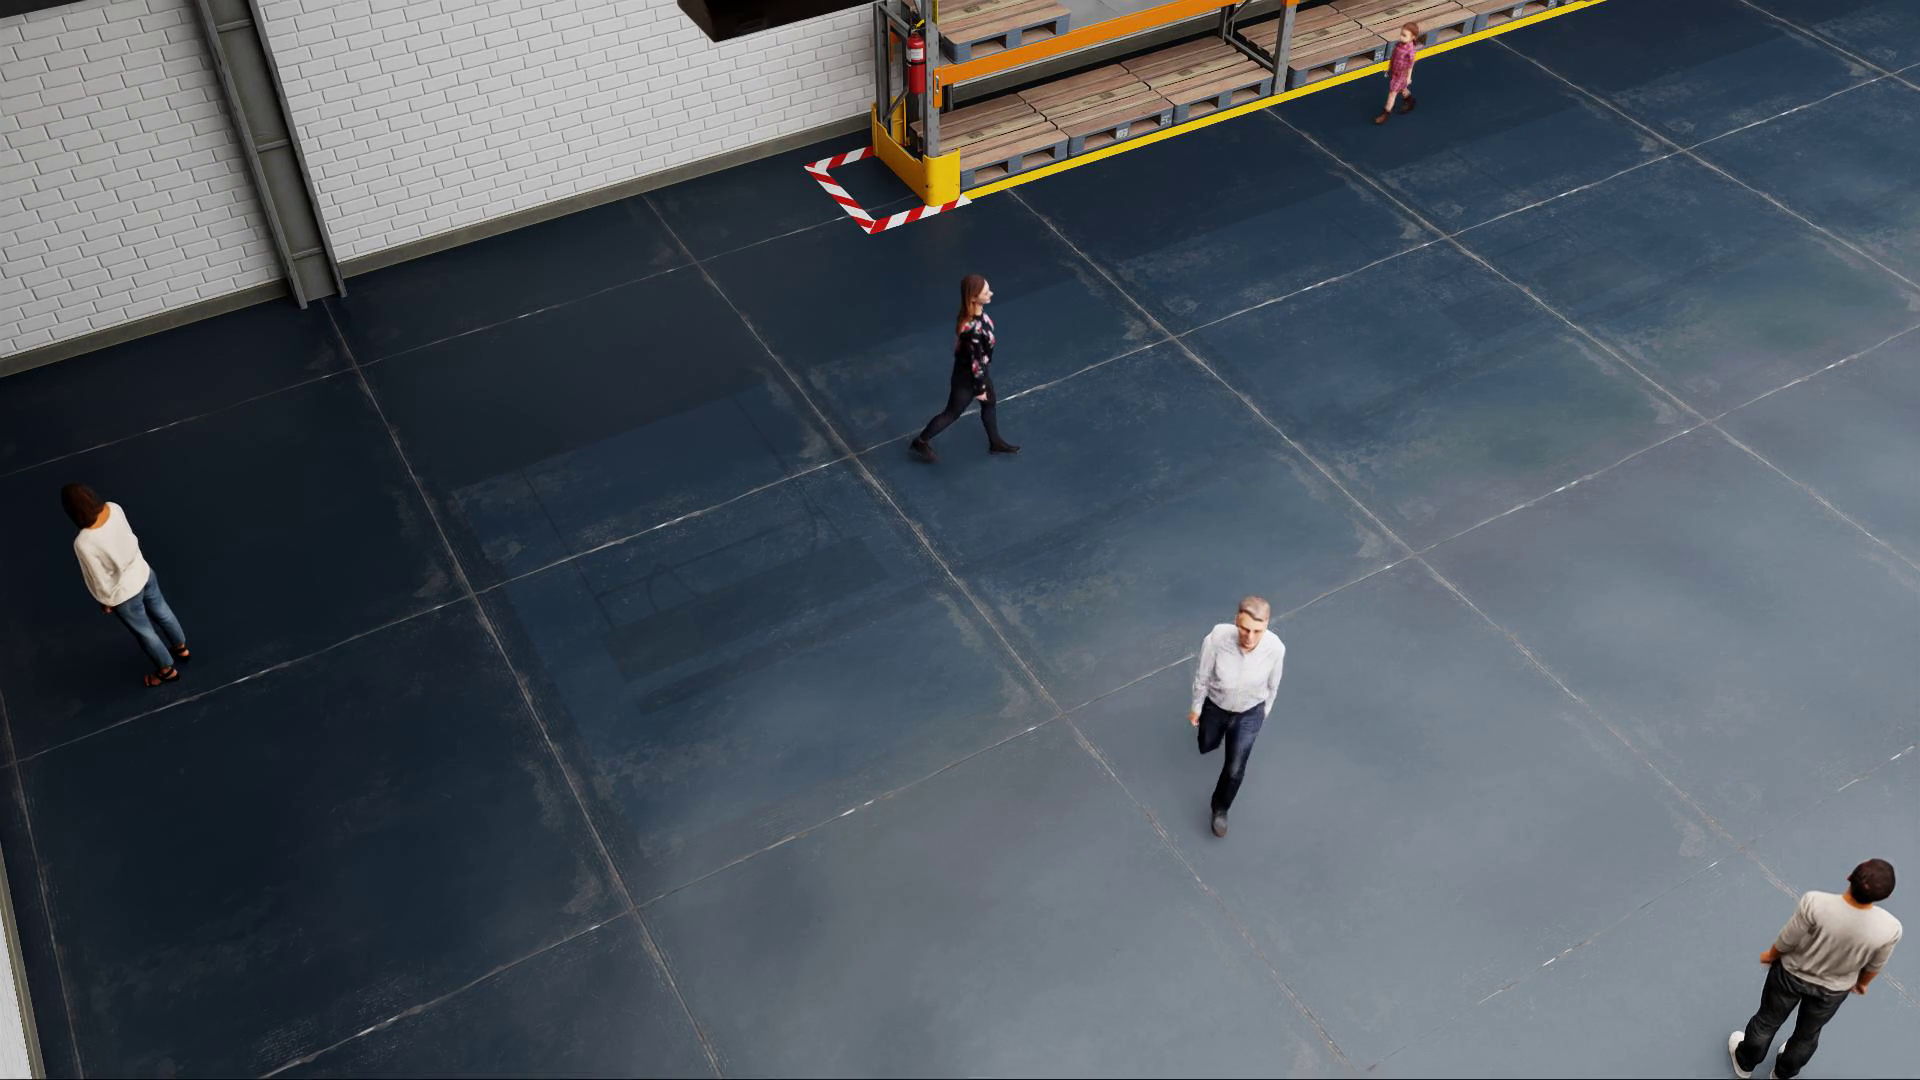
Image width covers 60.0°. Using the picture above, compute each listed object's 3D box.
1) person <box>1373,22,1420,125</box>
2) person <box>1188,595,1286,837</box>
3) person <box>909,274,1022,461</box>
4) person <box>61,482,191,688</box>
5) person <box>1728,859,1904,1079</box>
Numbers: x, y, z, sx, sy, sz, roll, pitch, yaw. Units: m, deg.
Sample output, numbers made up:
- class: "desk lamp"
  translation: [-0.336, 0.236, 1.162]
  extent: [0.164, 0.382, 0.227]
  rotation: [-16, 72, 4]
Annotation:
- class: "person"
  translation: [4.299, -4.546, 16.108]
  extent: [0.753, 1.009, 0.459]
  rotation: [-18, 46, -18]
- class: "person"
  translation: [1.605, 0.918, 9.799]
  extent: [1.056, 1.801, 1.091]
  rotation: [8, 44, 8]
- class: "person"
  translation: [-0.019, -1.215, 12.152]
  extent: [1.150, 1.644, 0.960]
  rotation: [3, 44, 3]
- class: "person"
  translation: [-5.292, 0.270, 10.567]
  extent: [0.739, 1.680, 0.697]
  rotation: [7, 44, 7]
- class: "person"
  translation: [4.346, 2.205, 8.441]
  extent: [0.737, 1.811, 0.762]
  rotation: [17, 46, 17]
